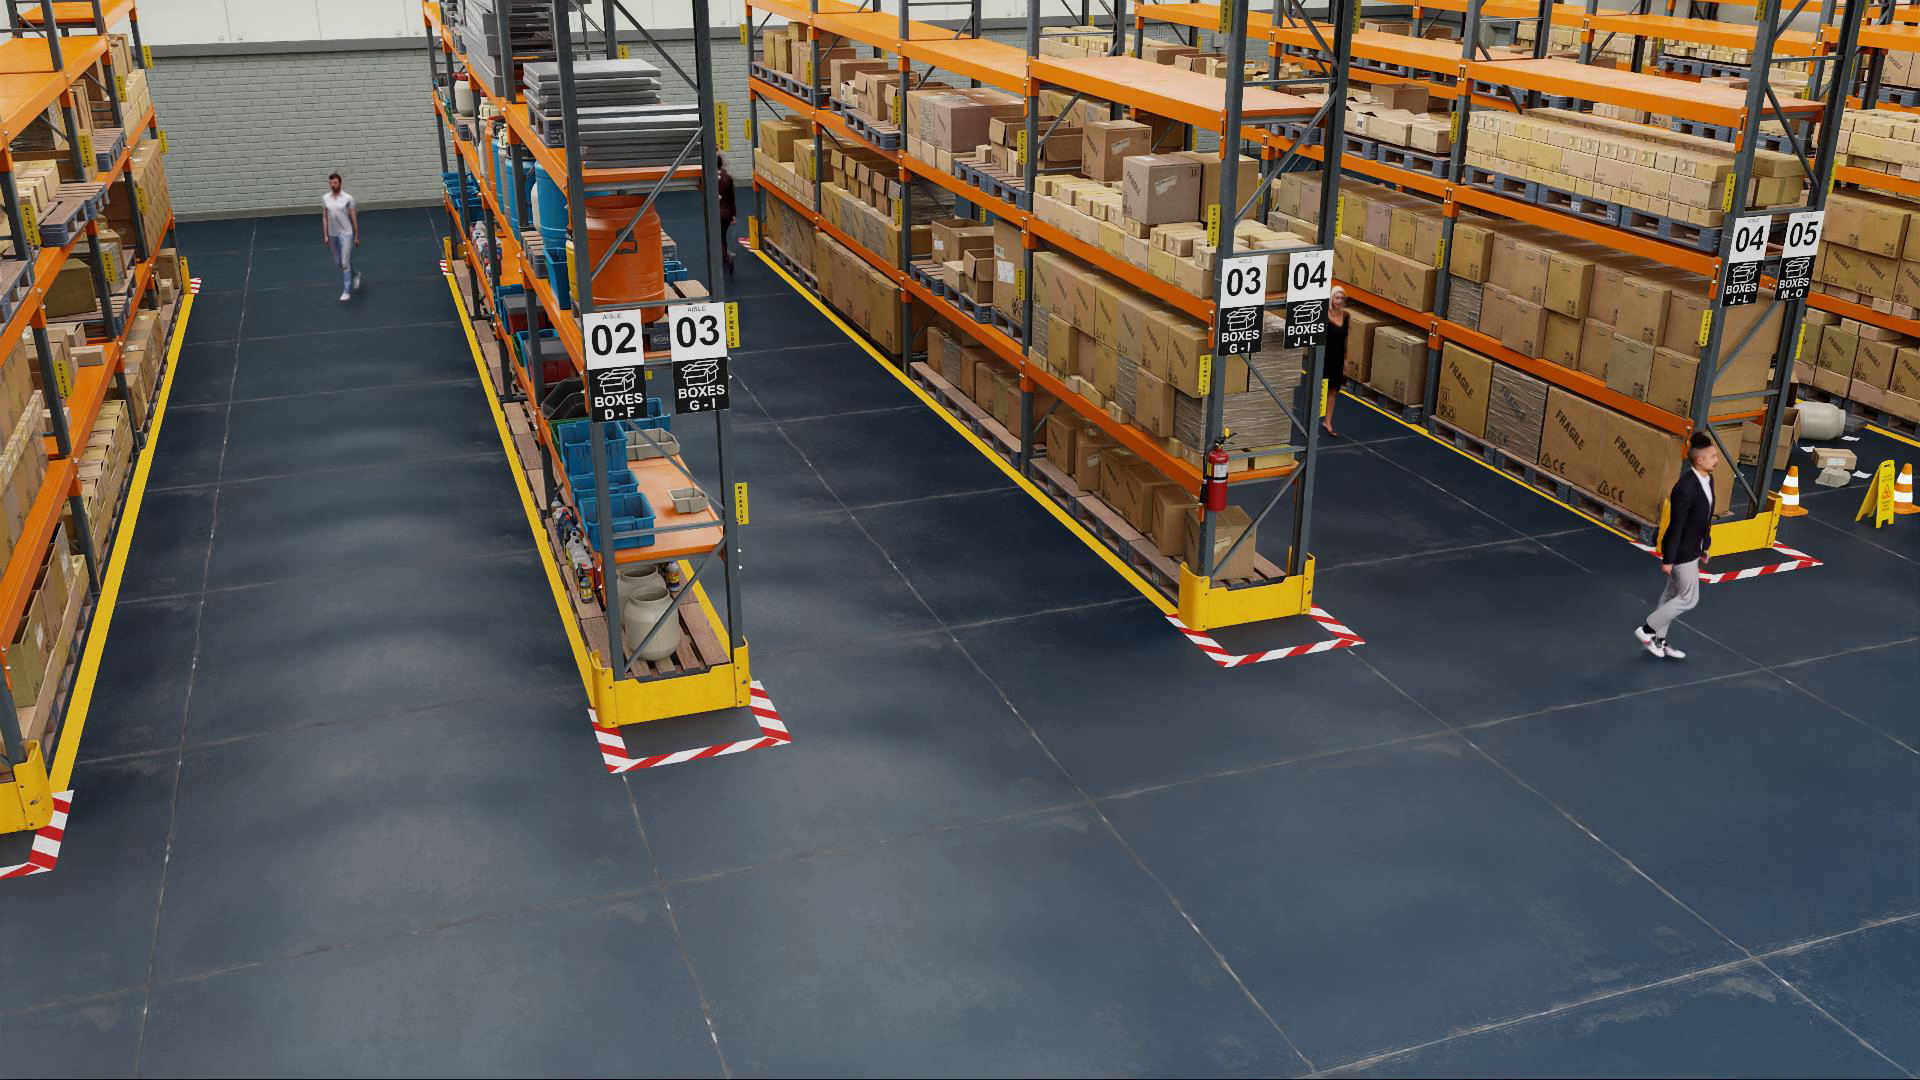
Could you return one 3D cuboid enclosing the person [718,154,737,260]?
[{"bbox_3d":[-3.881,-5.432,27.101,0.748,1.685,0.630,3,22,8],"label":"person"}]

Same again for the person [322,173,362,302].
[{"bbox_3d":[-9.148,-4.510,24.662,0.992,1.827,1.227,2,22,6],"label":"person"}]

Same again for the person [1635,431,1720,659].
[{"bbox_3d":[5.739,0.029,13.411,0.873,1.943,0.844,16,27,35],"label":"person"}]

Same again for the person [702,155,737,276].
[{"bbox_3d":[-3.728,-5.043,25.957,0.828,1.832,1.185,-12,25,-27],"label":"person"}]

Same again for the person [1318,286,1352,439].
[{"bbox_3d":[4.147,-2.000,18.635,0.606,1.744,0.514,-9,24,-22],"label":"person"}]
